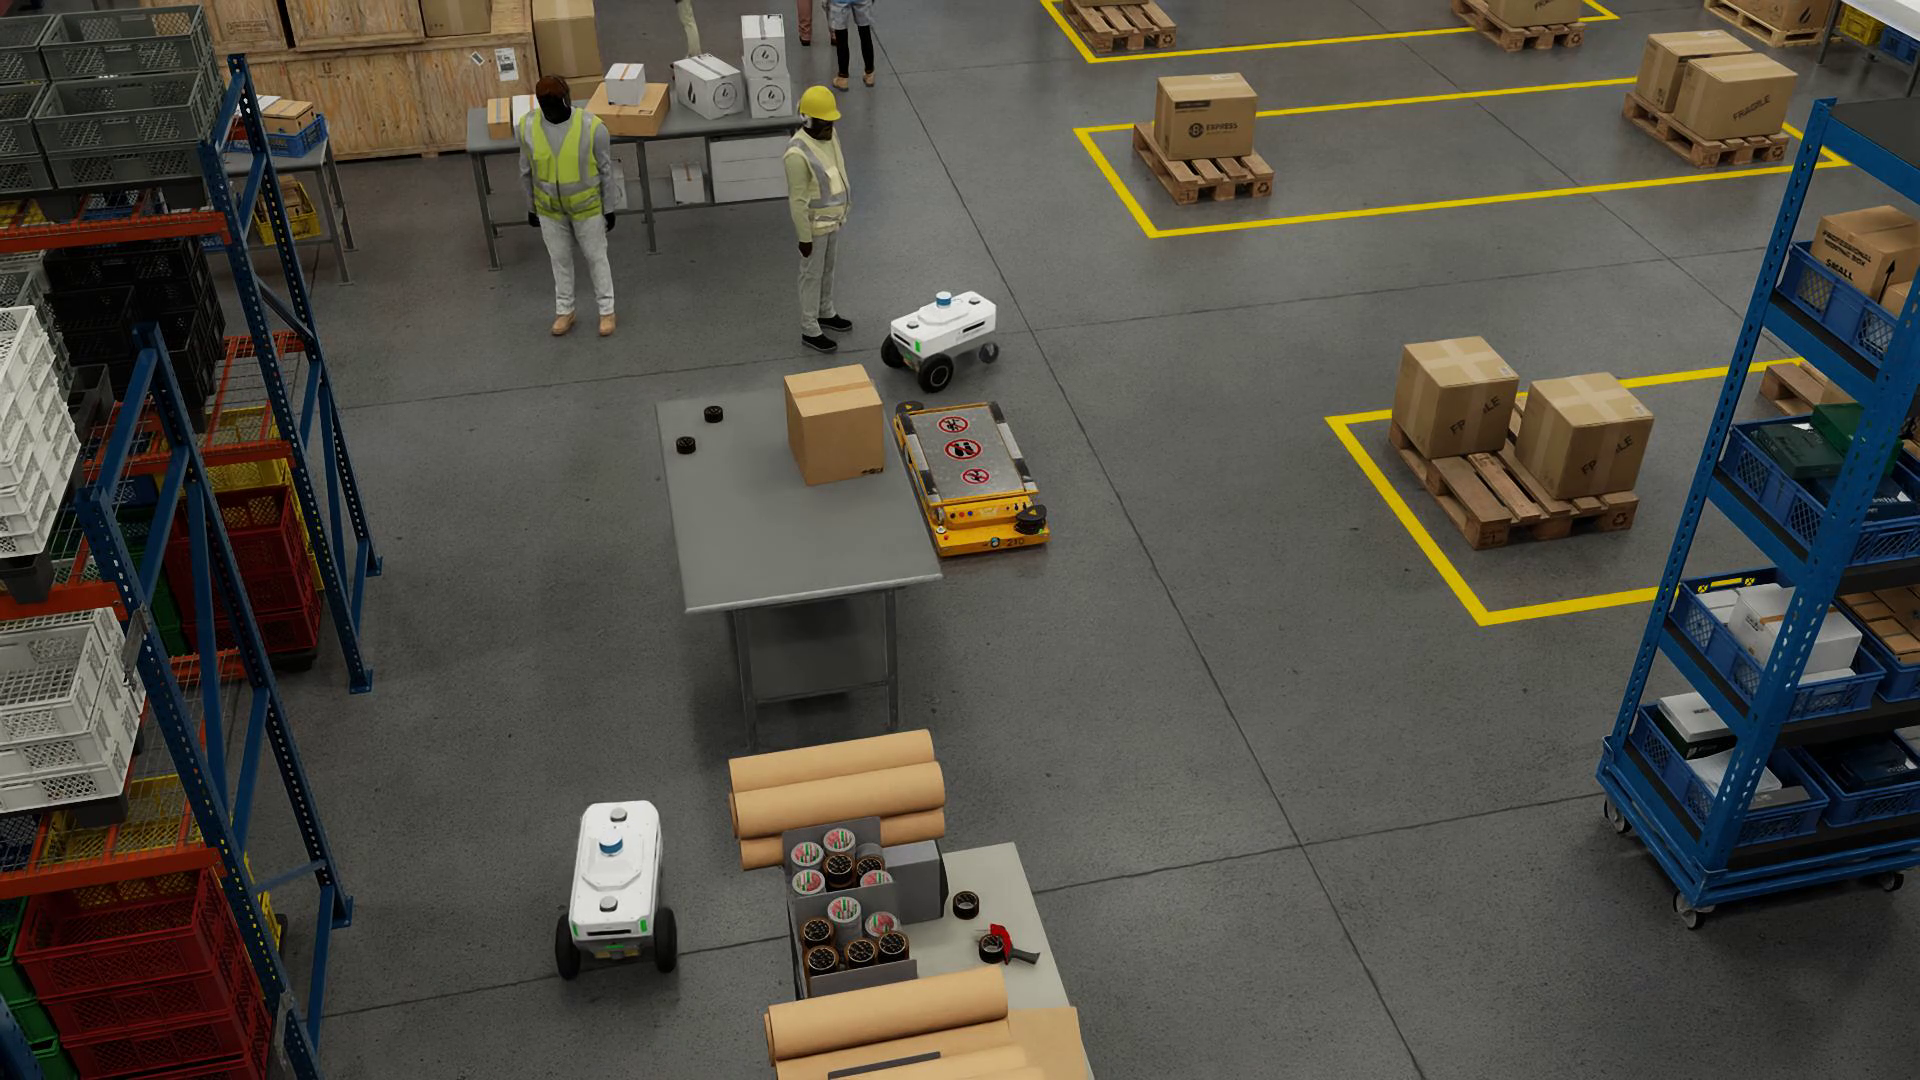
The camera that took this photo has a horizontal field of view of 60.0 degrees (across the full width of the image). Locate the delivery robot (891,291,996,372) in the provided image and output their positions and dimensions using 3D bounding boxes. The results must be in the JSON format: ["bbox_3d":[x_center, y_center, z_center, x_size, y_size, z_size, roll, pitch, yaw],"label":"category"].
[{"bbox_3d":[-0.104,-1.428,11.132,0.707,0.478,0.477,-24,43,-30],"label":"delivery robot"}]

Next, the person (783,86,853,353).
[{"bbox_3d":[-0.930,-2.158,11.134,0.404,1.827,0.600,11,38,15],"label":"person"}]

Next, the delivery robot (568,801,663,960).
[{"bbox_3d":[-1.498,1.460,7.257,0.477,0.478,0.707,-3,37,-4],"label":"delivery robot"}]

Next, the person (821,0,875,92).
[{"bbox_3d":[-0.992,-4.888,14.911,0.540,1.697,0.317,-14,39,-18],"label":"person"}]

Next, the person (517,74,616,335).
[{"bbox_3d":[-2.639,-2.250,11.248,0.633,1.842,0.429,2,37,2],"label":"person"}]

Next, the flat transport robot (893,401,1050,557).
[{"bbox_3d":[0.046,-0.430,10.108,0.652,0.197,1.431,-8,37,-10],"label":"flat transport robot"}]

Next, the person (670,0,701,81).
[{"bbox_3d":[-2.556,-5.113,15.082,0.321,1.861,0.532,-6,37,-8],"label":"person"}]

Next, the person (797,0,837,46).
[{"bbox_3d":[-1.373,-5.660,15.778,0.639,1.909,0.409,1,37,2],"label":"person"}]
